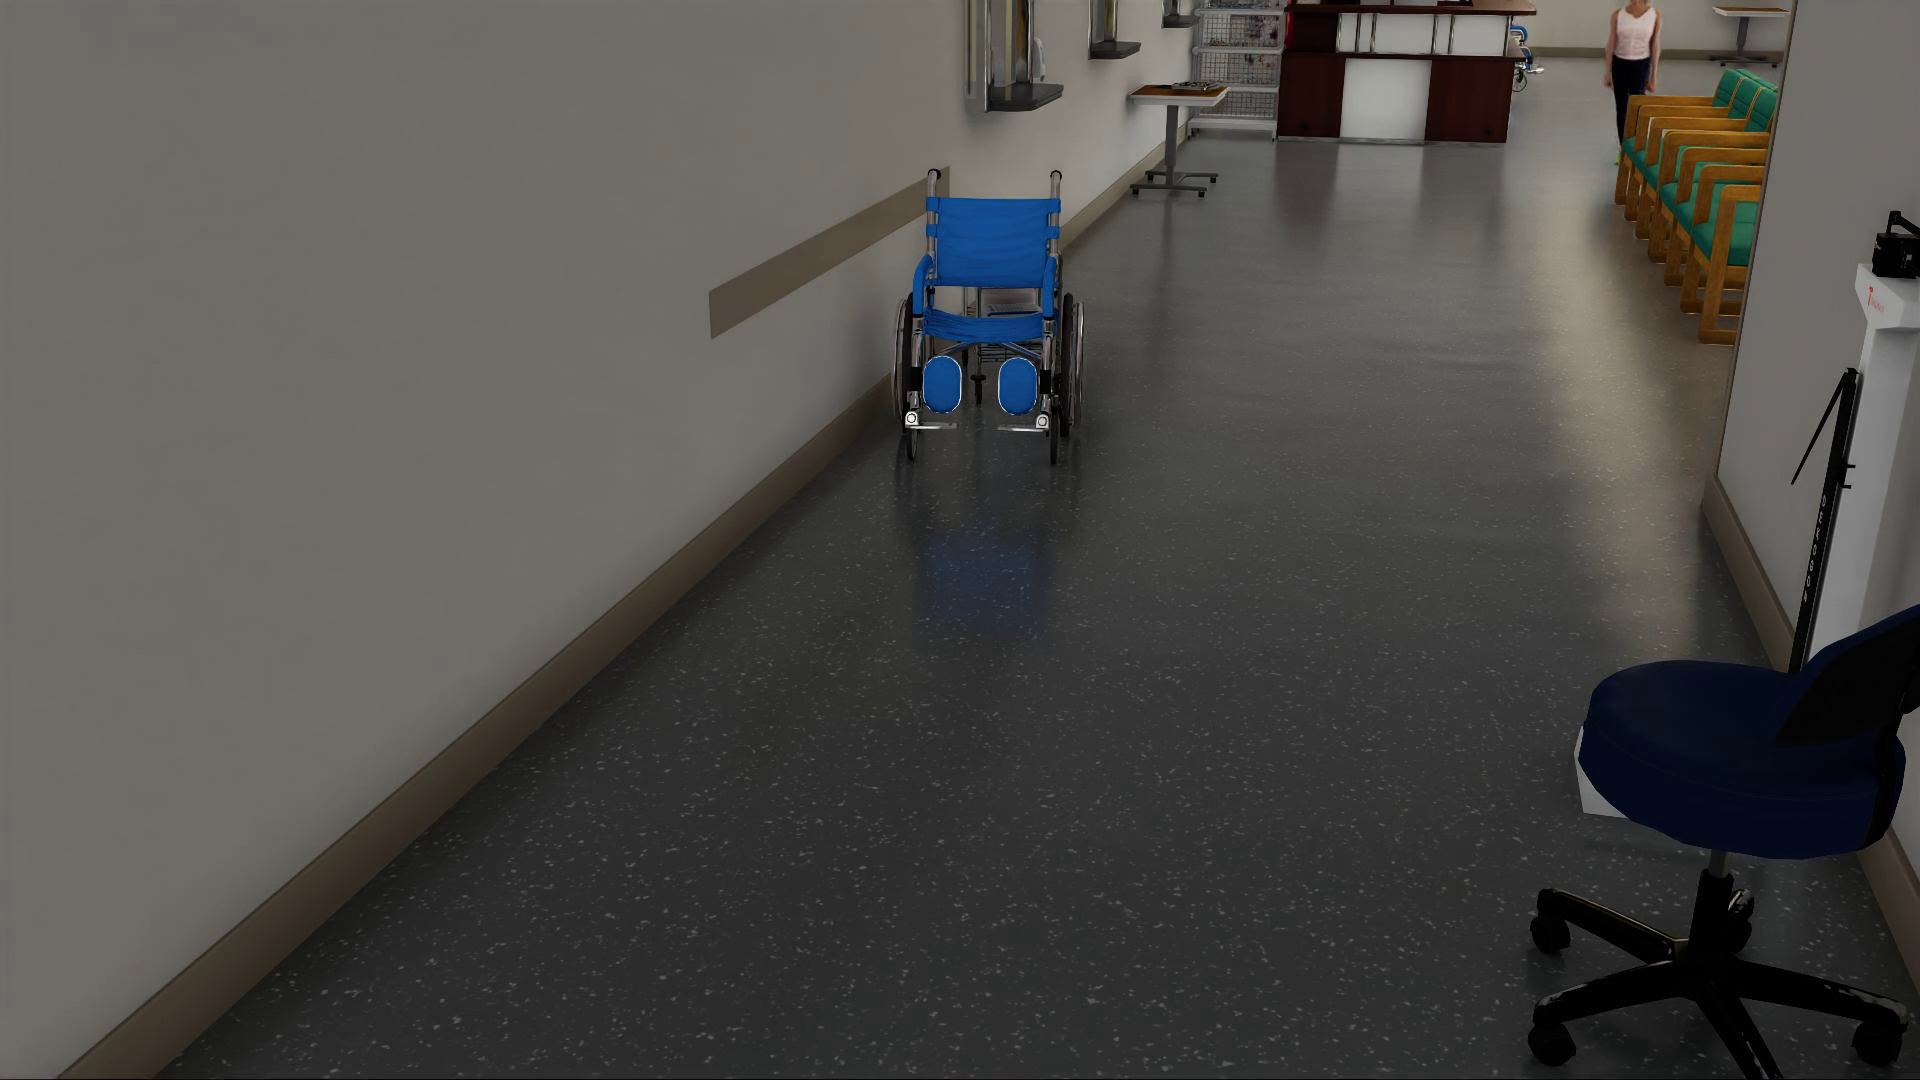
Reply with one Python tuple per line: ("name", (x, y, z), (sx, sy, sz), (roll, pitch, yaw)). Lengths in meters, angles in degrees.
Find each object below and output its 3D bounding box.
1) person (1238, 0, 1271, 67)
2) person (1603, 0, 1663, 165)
("person", (4.452, -8.053, 24.964), (0.748, 1.835, 0.824), (-3, 21, -8))
("person", (6.091, -4.235, 15.126), (1.008, 1.665, 0.807), (10, 23, 25))
